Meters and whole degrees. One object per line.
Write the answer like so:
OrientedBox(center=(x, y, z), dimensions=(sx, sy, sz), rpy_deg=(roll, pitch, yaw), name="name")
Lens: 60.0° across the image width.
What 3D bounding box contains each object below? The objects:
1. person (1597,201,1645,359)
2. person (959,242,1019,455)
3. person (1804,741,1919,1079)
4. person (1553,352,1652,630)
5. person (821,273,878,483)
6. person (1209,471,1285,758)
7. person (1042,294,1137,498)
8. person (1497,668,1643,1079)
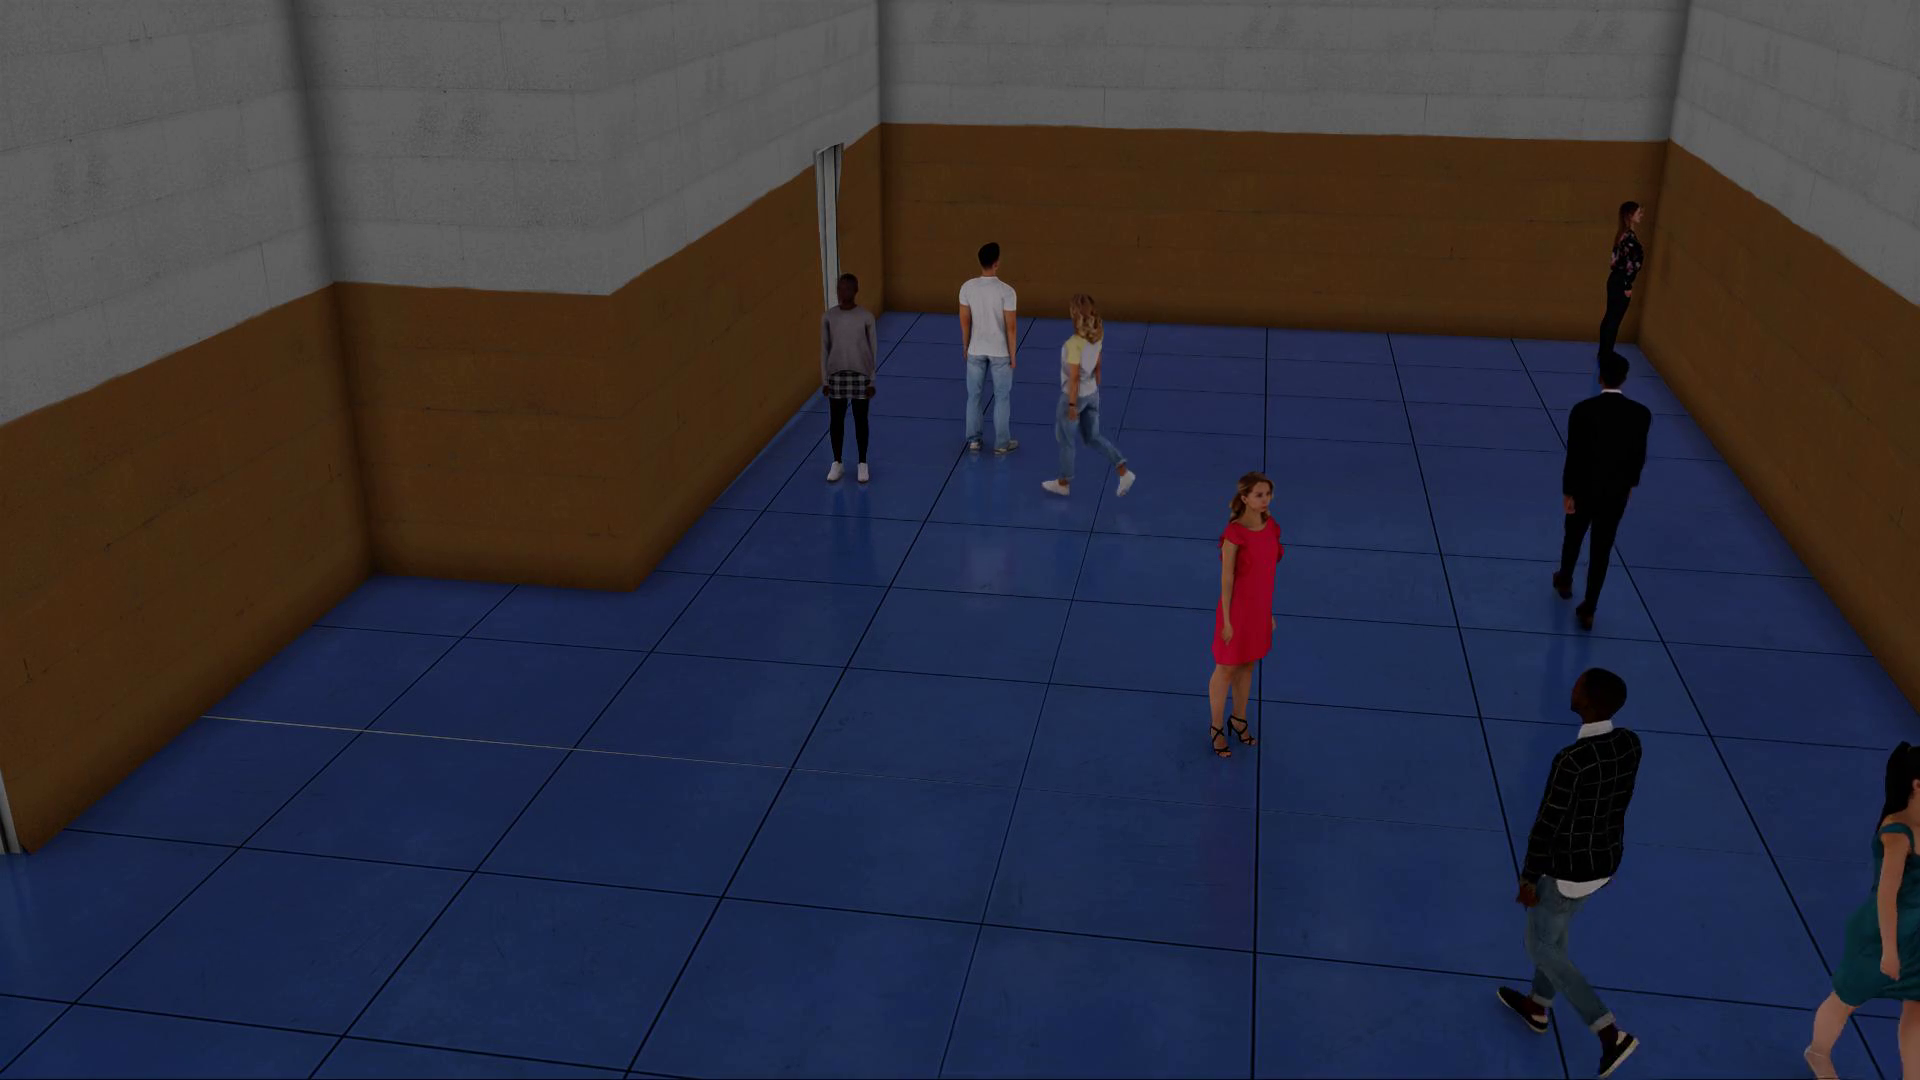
OrientedBox(center=(6.879, -2.683, 17.326), dimensions=(0.512, 1.683, 0.575), rpy_deg=(2, 22, 6), name="person")
OrientedBox(center=(0.256, -1.676, 14.574), dimensions=(0.560, 1.865, 0.775), rpy_deg=(8, 23, 19), name="person")
OrientedBox(center=(3.689, 1.568, 6.767), dimensions=(0.851, 1.667, 0.913), rpy_deg=(-15, 26, -33), name="person")
OrientedBox(center=(4.305, -0.294, 11.159), dimensions=(0.910, 1.847, 0.768), rpy_deg=(5, 22, 12), name="person")
OrientedBox(center=(-0.923, -1.363, 13.920), dimensions=(0.489, 1.772, 0.699), rpy_deg=(1, 22, 3), name="person")
OrientedBox(center=(1.625, 0.412, 9.560), dimensions=(0.667, 1.728, 0.723), rpy_deg=(-15, 27, -34), name="person")
OrientedBox(center=(1.052, -1.110, 13.361), dimensions=(1.167, 1.703, 0.922), rpy_deg=(14, 26, 31), name="person")
OrientedBox(center=(2.640, 1.415, 6.967), dimensions=(1.092, 1.801, 1.115), rpy_deg=(-12, 25, -27), name="person")
